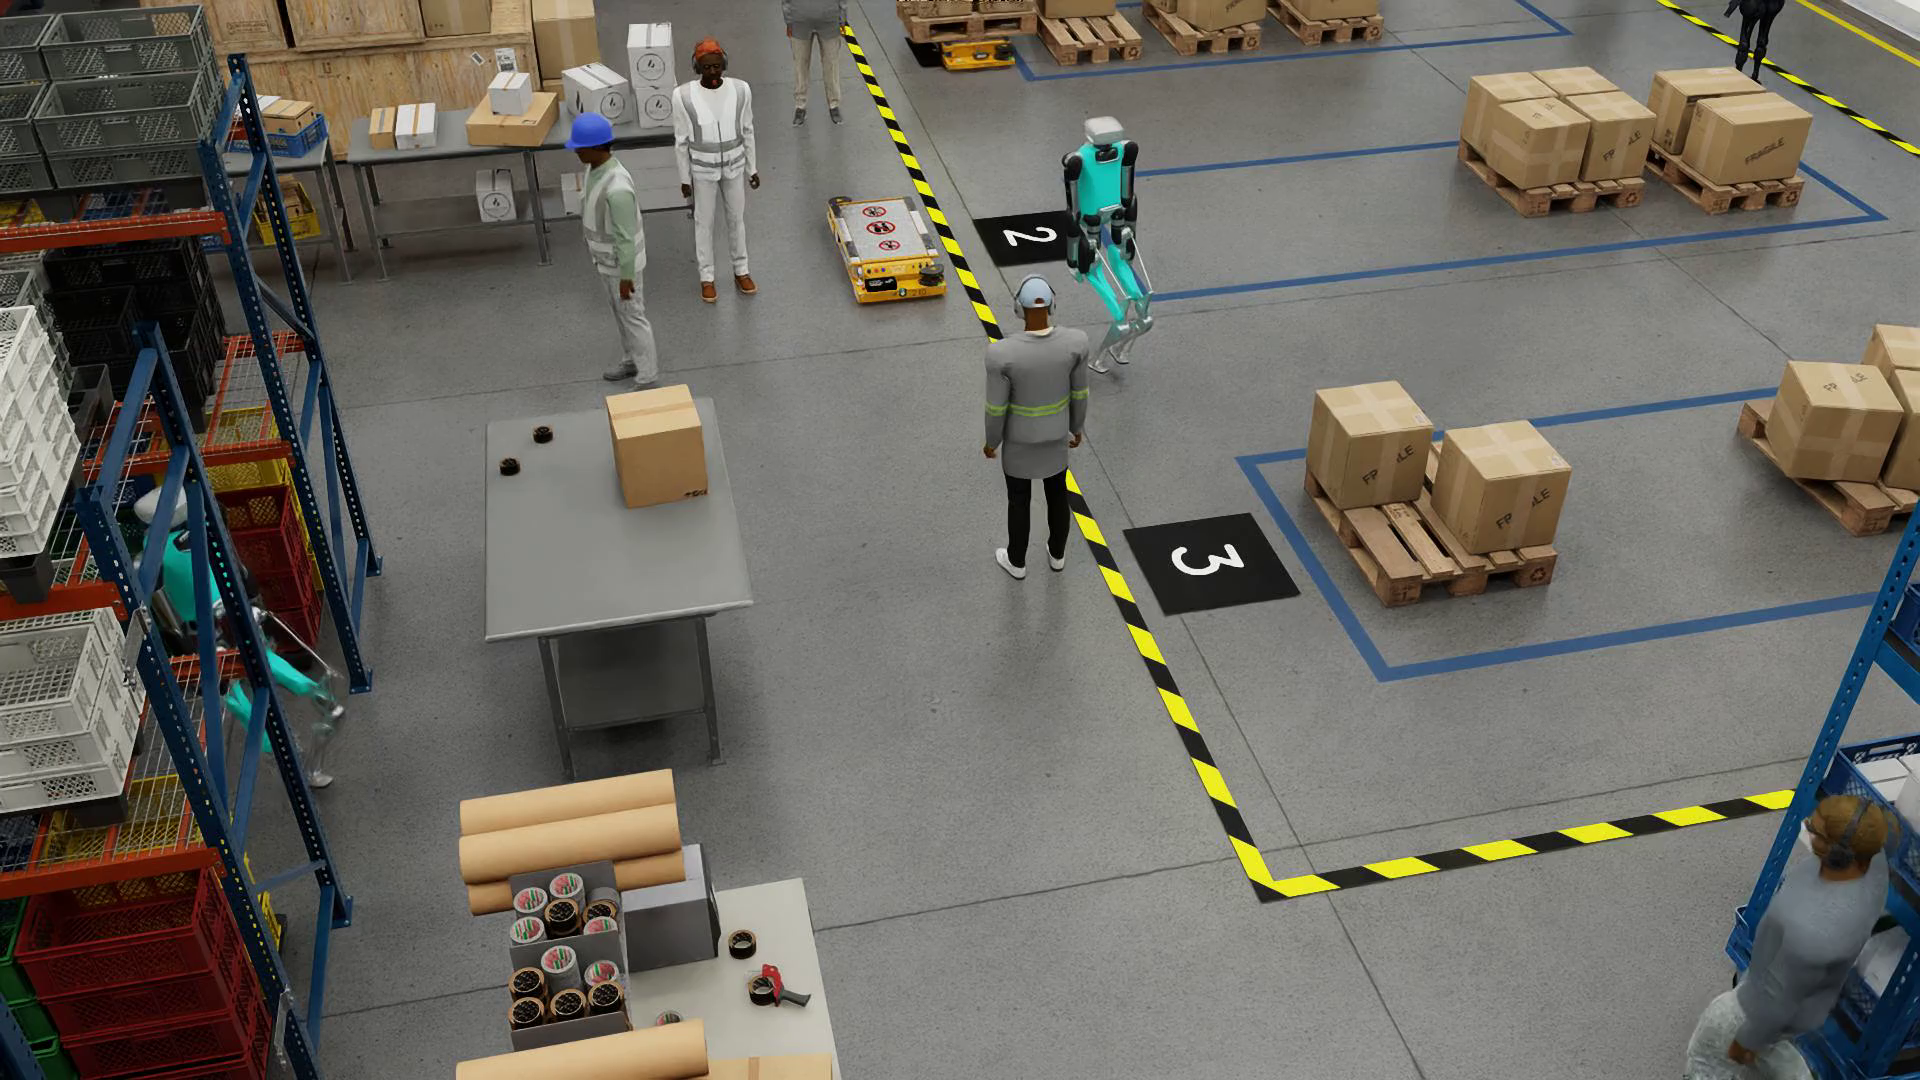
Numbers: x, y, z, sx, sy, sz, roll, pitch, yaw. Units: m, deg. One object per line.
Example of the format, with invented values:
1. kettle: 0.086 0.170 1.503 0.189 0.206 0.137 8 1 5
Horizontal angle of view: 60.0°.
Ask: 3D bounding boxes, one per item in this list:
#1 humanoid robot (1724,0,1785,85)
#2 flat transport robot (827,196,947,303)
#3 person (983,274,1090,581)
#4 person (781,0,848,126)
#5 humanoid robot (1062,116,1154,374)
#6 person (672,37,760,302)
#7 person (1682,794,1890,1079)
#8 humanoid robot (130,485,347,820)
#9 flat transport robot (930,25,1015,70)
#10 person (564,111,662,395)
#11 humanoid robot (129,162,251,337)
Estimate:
1. humanoid robot: 7.197 -4.891 14.939 0.599 1.653 0.315 -15 39 -19
2. flat transport robot: -0.570 -2.220 12.538 0.659 0.231 1.431 -8 37 -10
3. person: 0.400 -0.606 9.045 0.587 1.848 0.397 -9 38 -12
4. person: -1.240 -4.439 14.268 0.563 1.761 0.405 -3 37 -4
5. humanoid robot: 1.009 -1.818 10.654 0.533 1.677 0.735 -19 41 -23
6. person: -1.696 -2.587 11.678 0.573 1.883 0.355 -14 39 -17
7. person: 2.989 1.640 5.980 0.723 1.916 0.627 28 45 33
8. humanoid robot: -3.163 0.603 7.597 0.746 1.888 0.538 11 38 14
9. flat transport robot: 0.050 -4.924 16.148 0.652 0.197 1.431 -8 37 -10
10. person: -2.196 -1.793 10.565 0.411 1.939 0.611 -16 40 -21
11. humanoid robot: -5.297 -1.965 11.047 0.738 1.641 0.590 -14 39 -18
